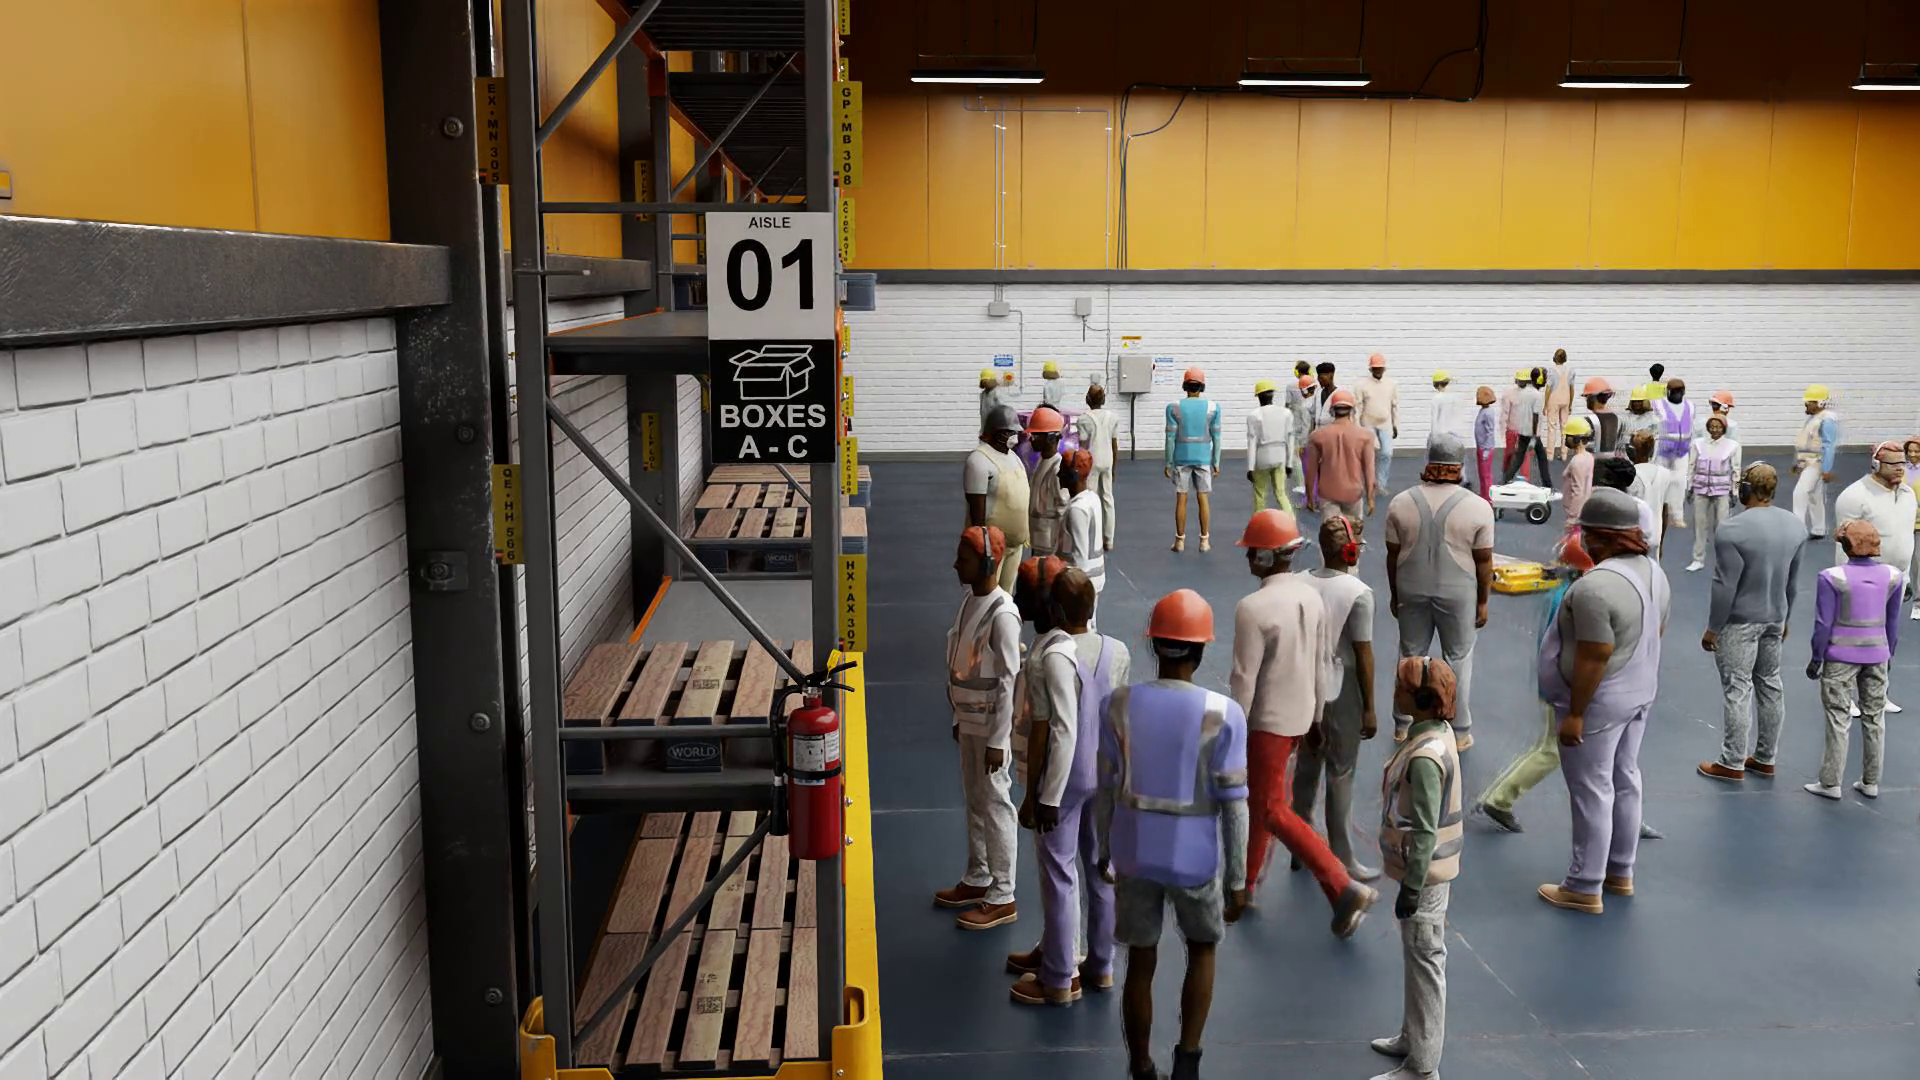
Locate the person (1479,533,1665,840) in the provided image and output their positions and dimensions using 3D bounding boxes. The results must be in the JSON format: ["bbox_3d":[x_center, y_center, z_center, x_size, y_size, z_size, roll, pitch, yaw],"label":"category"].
[{"bbox_3d":[3.302,0.786,8.935,0.918,1.695,0.546,4,10,25],"label":"person"}]

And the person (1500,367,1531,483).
[{"bbox_3d":[8.010,-1.621,23.873,0.533,1.734,0.867,1,9,6],"label":"person"}]

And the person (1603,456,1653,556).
[{"bbox_3d":[4.870,0.223,12.387,0.318,1.699,0.537,-6,11,-34],"label":"person"}]

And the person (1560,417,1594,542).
[{"bbox_3d":[5.531,-0.221,14.968,0.328,1.767,0.531,5,10,30],"label":"person"}]

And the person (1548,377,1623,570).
[{"bbox_3d":[6.458,-0.651,16.893,0.623,2.017,0.850,-6,11,-32],"label":"person"}]

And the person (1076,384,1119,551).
[{"bbox_3d":[1.489,-0.780,18.222,0.505,1.847,0.348,-4,10,-22],"label":"person"}]

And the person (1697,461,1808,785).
[{"bbox_3d":[4.714,0.494,9.934,0.627,1.940,0.372,-3,10,-20],"label":"person"}]

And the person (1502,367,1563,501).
[{"bbox_3d":[7.671,-1.407,22.267,0.966,1.821,0.503,-2,9,-13],"label":"person"}]

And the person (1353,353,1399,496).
[{"bbox_3d":[5.695,-1.562,22.730,0.648,1.971,0.611,0,9,0],"label":"person"}]

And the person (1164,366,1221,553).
[{"bbox_3d":[2.536,-0.873,18.187,0.615,2.042,0.374,0,9,1],"label":"person"}]

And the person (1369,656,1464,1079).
[{"bbox_3d":[1.716,1.235,6.217,0.307,1.641,0.514,3,9,16],"label":"person"}]

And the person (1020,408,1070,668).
[{"bbox_3d":[0.648,0.021,12.576,0.372,2.042,0.615,-2,9,-13],"label":"person"}]

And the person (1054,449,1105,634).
[{"bbox_3d":[0.789,0.324,11.176,0.355,1.883,0.572,2,9,13],"label":"person"}]

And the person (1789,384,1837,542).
[{"bbox_3d":[9.527,-0.854,18.799,0.708,1.808,0.607,2,9,10],"label":"person"}]

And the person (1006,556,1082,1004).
[{"bbox_3d":[0.371,0.992,6.977,0.339,1.883,0.584,0,9,0],"label":"person"}]

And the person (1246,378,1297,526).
[{"bbox_3d":[3.524,-0.877,18.741,0.605,1.889,0.785,-3,10,-19],"label":"person"}]

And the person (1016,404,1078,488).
[{"bbox_3d":[0.742,-0.242,14.651,0.635,1.909,1.011,4,10,21],"label":"person"}]

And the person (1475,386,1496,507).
[{"bbox_3d":[6.661,-1.142,21.161,0.280,1.632,0.501,1,9,6],"label":"person"}]

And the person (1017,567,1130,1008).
[{"bbox_3d":[0.464,1.020,6.927,0.508,1.846,0.345,-6,11,-34],"label":"person"}]

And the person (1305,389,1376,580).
[{"bbox_3d":[3.617,-0.451,15.797,0.655,1.954,0.917,3,9,17],"label":"person"}]

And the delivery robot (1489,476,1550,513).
[{"bbox_3d":[6.888,-0.543,20.483,0.707,0.478,0.477,4,10,22],"label":"delivery robot"}]

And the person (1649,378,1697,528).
[{"bbox_3d":[8.612,-1.082,20.267,0.628,1.814,0.832,0,9,-2],"label":"person"}]

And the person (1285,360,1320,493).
[{"bbox_3d":[4.740,-1.580,23.227,0.507,1.853,0.500,-2,9,-14],"label":"person"}]

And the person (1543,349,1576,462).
[{"bbox_3d":[9.735,-2.190,27.080,0.507,1.846,0.345,-1,9,-7],"label":"person"}]

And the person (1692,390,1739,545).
[{"bbox_3d":[8.535,-0.815,18.763,0.338,1.742,0.562,-6,11,-32],"label":"person"}]

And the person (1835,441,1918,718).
[{"bbox_3d":[6.324,0.268,11.458,0.652,1.906,0.402,-3,10,-20],"label":"person"}]

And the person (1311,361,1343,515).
[{"bbox_3d":[4.683,-1.284,21.073,0.396,1.952,0.624,-5,10,-28],"label":"person"}]

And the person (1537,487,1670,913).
[{"bbox_3d":[3.053,0.750,8.010,0.689,2.000,0.538,-8,12,-41],"label":"person"}]

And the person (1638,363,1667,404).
[{"bbox_3d":[10.582,-1.843,25.365,0.536,1.697,0.318,3,10,19],"label":"person"}]

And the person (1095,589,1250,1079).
[{"bbox_3d":[0.757,1.132,6.002,0.580,1.915,0.452,3,9,17],"label":"person"}]

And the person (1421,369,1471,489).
[{"bbox_3d":[6.740,-1.505,23.120,0.519,1.736,0.835,-6,11,-32],"label":"person"}]

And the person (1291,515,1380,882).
[{"bbox_3d":[1.850,0.792,8.345,0.392,1.847,0.563,-5,10,-30],"label":"person"}]

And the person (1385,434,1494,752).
[{"bbox_3d":[3.093,0.323,10.686,0.685,2.000,0.535,6,11,32],"label":"person"}]

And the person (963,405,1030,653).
[{"bbox_3d":[0.333,-0.070,13.156,0.535,2.000,0.683,6,11,33],"label":"person"}]

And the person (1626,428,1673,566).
[{"bbox_3d":[5.303,0.046,13.035,0.505,1.847,0.348,-3,9,-16],"label":"person"}]

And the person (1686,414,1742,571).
[{"bbox_3d":[7.682,-0.473,16.968,0.520,1.633,0.314,8,12,41],"label":"person"}]

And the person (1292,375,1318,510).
[{"bbox_3d":[4.499,-1.263,21.556,0.339,1.747,0.564,5,10,29],"label":"person"}]

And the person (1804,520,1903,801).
[{"bbox_3d":[5.161,0.695,9.610,0.513,1.640,0.313,-1,9,-4],"label":"person"}]

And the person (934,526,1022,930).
[{"bbox_3d":[0.100,0.865,7.784,0.355,1.883,0.575,-3,10,-19],"label":"person"}]

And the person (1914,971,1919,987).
[{"bbox_3d":[4.293,1.072,6.905,0.577,1.744,0.339,1,9,9],"label":"person"}]

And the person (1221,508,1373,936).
[{"bbox_3d":[1.523,0.837,7.712,0.900,1.969,0.614,8,12,40],"label":"person"}]

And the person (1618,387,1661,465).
[{"bbox_3d":[7.864,-0.910,19.363,0.486,1.744,0.294,6,11,34],"label":"person"}]
